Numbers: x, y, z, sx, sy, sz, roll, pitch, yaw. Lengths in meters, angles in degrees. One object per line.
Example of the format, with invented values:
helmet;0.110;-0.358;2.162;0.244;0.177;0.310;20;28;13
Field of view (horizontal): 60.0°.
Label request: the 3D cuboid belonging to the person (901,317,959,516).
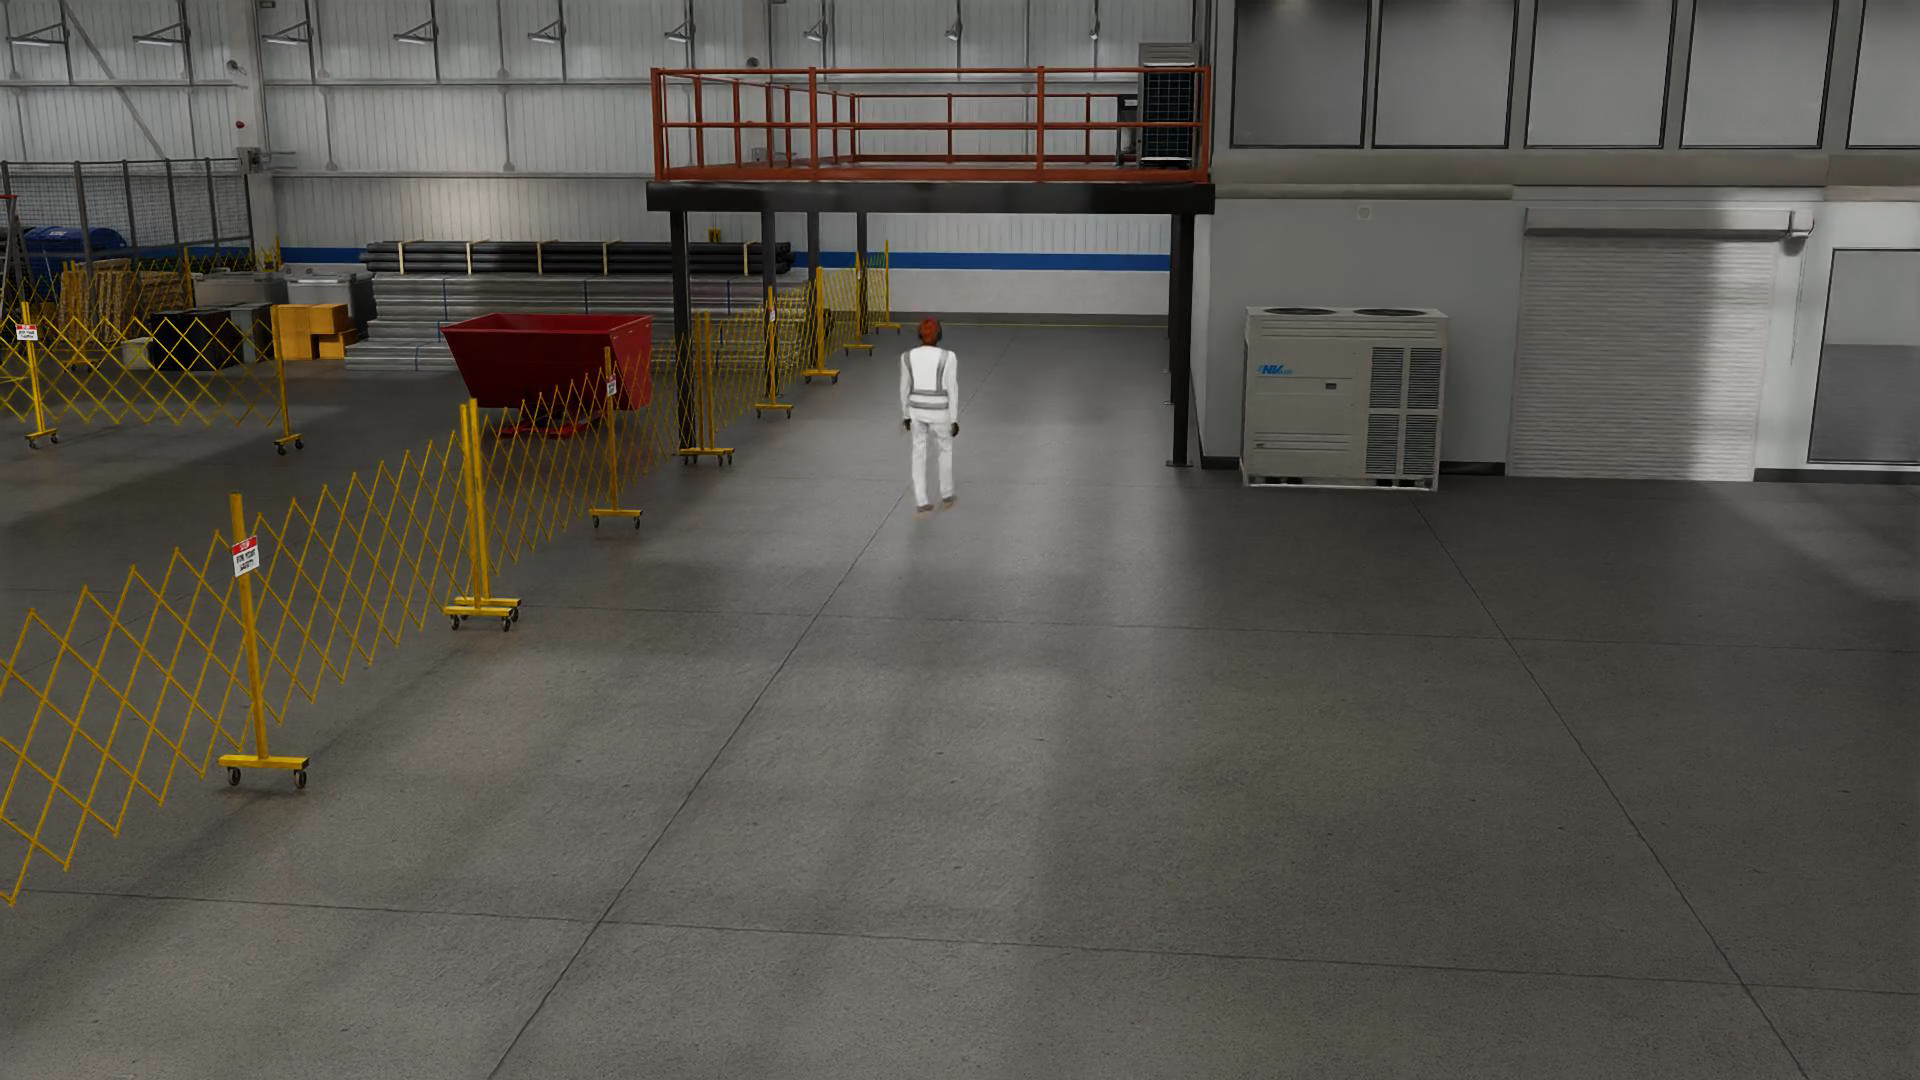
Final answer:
person;-0.246;-1.191;15.782;0.613;1.856;0.803;5;14;18
